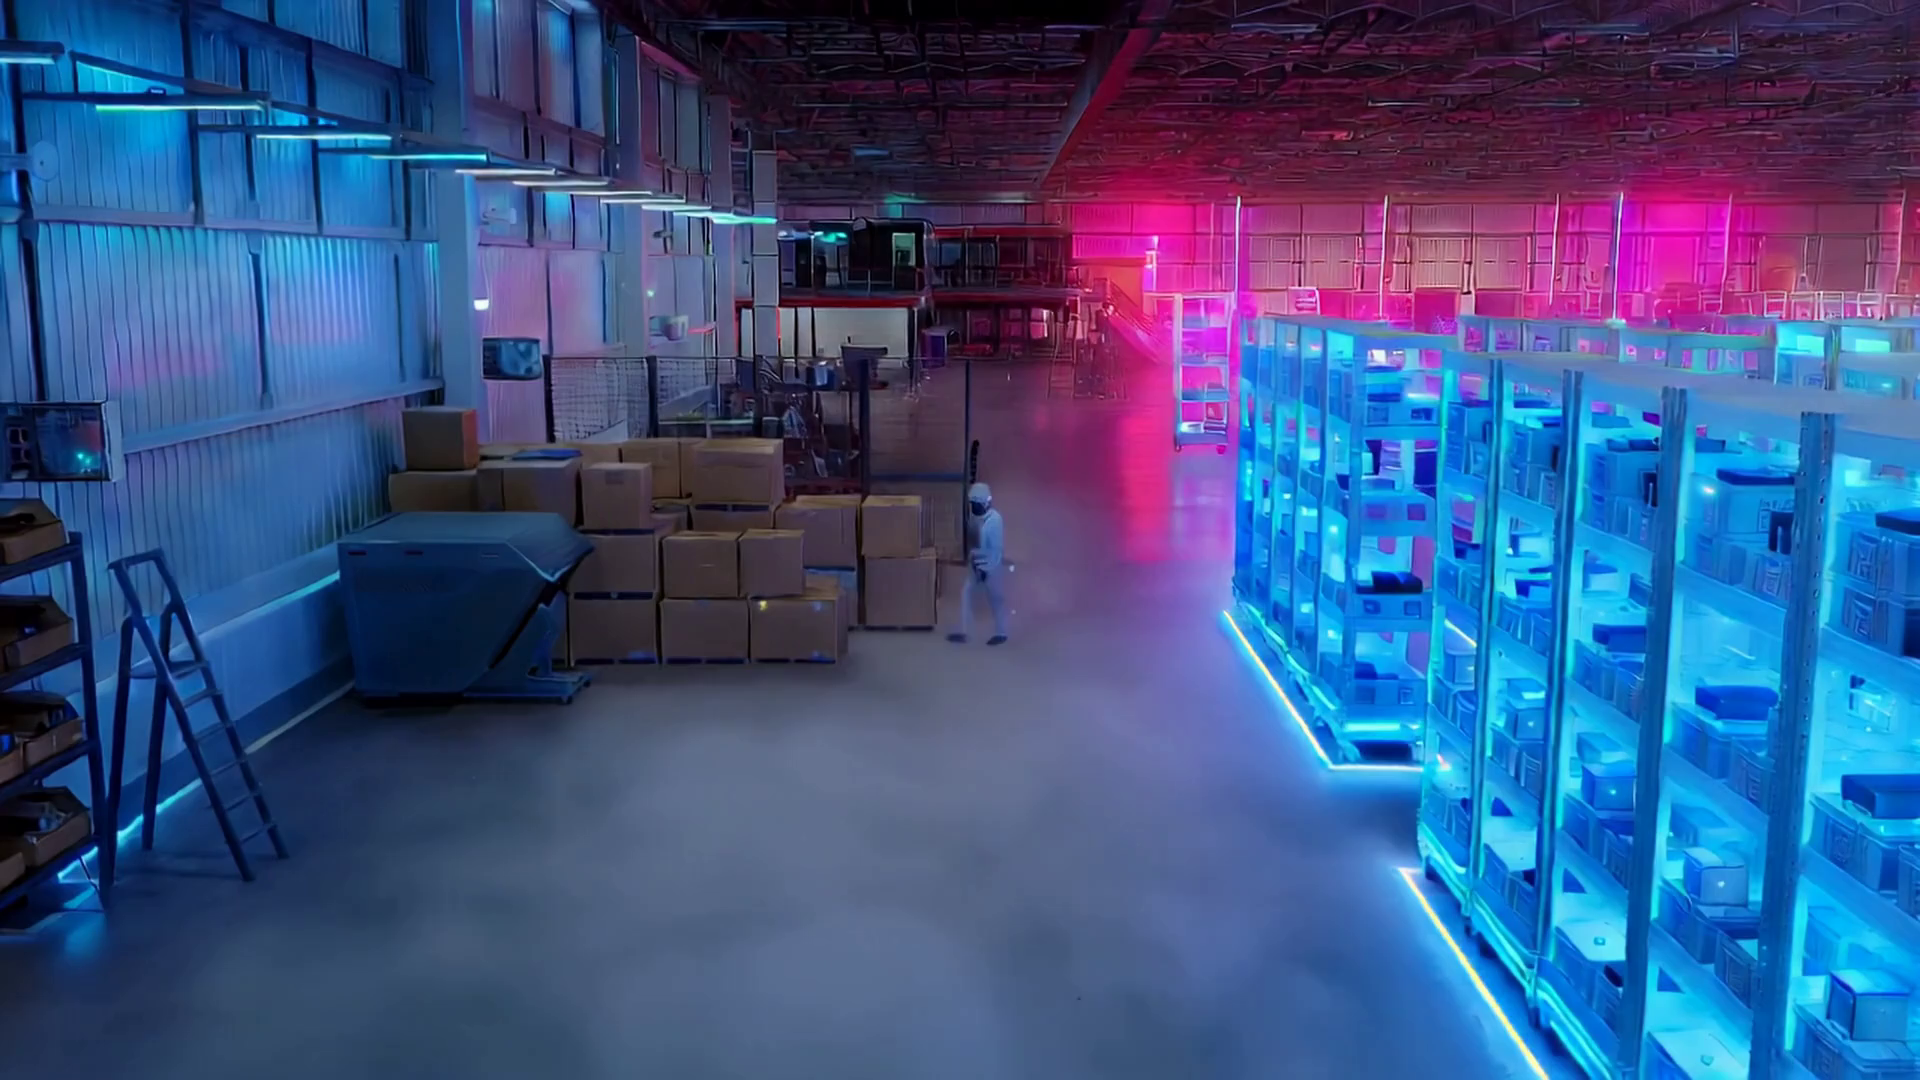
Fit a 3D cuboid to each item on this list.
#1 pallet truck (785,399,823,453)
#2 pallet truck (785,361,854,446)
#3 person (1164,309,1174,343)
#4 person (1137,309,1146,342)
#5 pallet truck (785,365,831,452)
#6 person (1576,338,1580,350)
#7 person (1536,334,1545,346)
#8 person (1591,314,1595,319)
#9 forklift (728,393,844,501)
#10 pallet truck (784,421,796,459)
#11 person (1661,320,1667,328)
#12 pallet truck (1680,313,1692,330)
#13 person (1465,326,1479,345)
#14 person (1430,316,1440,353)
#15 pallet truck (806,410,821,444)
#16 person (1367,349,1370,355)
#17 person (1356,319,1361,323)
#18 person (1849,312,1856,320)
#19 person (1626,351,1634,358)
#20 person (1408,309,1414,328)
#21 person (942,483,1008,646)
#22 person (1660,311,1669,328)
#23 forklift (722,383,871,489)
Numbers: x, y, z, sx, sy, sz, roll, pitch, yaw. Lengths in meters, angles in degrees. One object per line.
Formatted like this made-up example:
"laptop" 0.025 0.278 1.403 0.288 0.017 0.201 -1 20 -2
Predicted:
"pallet truck" -3.814 -2.432 36.419 1.630 1.274 0.653 0 9 1
"pallet truck" -3.410 -3.193 38.978 1.885 1.965 0.823 0 9 -1
"person" 11.938 -12.190 94.800 0.629 1.894 0.988 5 10 27
"person" 10.402 -12.295 95.371 0.581 1.912 0.569 -6 11 -31
"pallet truck" -3.774 -2.976 37.635 1.885 1.965 0.823 1 9 5
"person" 22.920 -7.003 62.345 0.682 2.000 0.974 -4 10 -25
"person" 23.569 -7.848 67.676 0.950 2.015 0.619 0 9 0
"person" 34.946 -11.629 91.853 0.911 1.713 0.551 0 9 0
"forklift" -2.979 -1.316 26.476 2.680 1.987 1.157 0 9 1
"pallet truck" -4.013 -1.793 32.705 1.601 1.201 0.680 0 9 1
"person" 31.650 -8.953 74.920 0.508 1.865 0.329 -8 12 -41
"pallet truck" 36.315 -10.531 84.244 0.823 1.965 1.885 -6 11 -33
"person" 24.432 -9.685 79.378 1.012 1.889 0.649 -5 10 -28
"person" 23.593 -10.191 82.620 0.429 1.846 0.626 -2 9 -13
"pallet truck" -3.559 -2.018 33.905 1.522 1.261 0.704 0 9 -1
"person" 15.095 -6.952 62.546 0.730 1.866 0.610 2 9 10
"person" 18.431 -9.318 77.125 0.972 1.876 0.603 -9 13 -43
"person" 49.025 -11.643 91.559 0.853 1.856 0.570 -2 9 -11
"person" 19.079 -4.481 47.508 0.973 1.820 0.513 -3 10 -19
"person" 25.649 -12.206 94.822 0.395 1.919 0.590 5 10 26
"person" 0.169 0.283 18.150 0.807 1.794 0.577 -5 11 -29
"person" 37.554 -11.225 88.721 0.619 1.947 1.016 -3 10 -18
"forklift" -2.893 -1.687 28.729 2.680 1.987 1.157 0 9 -1
